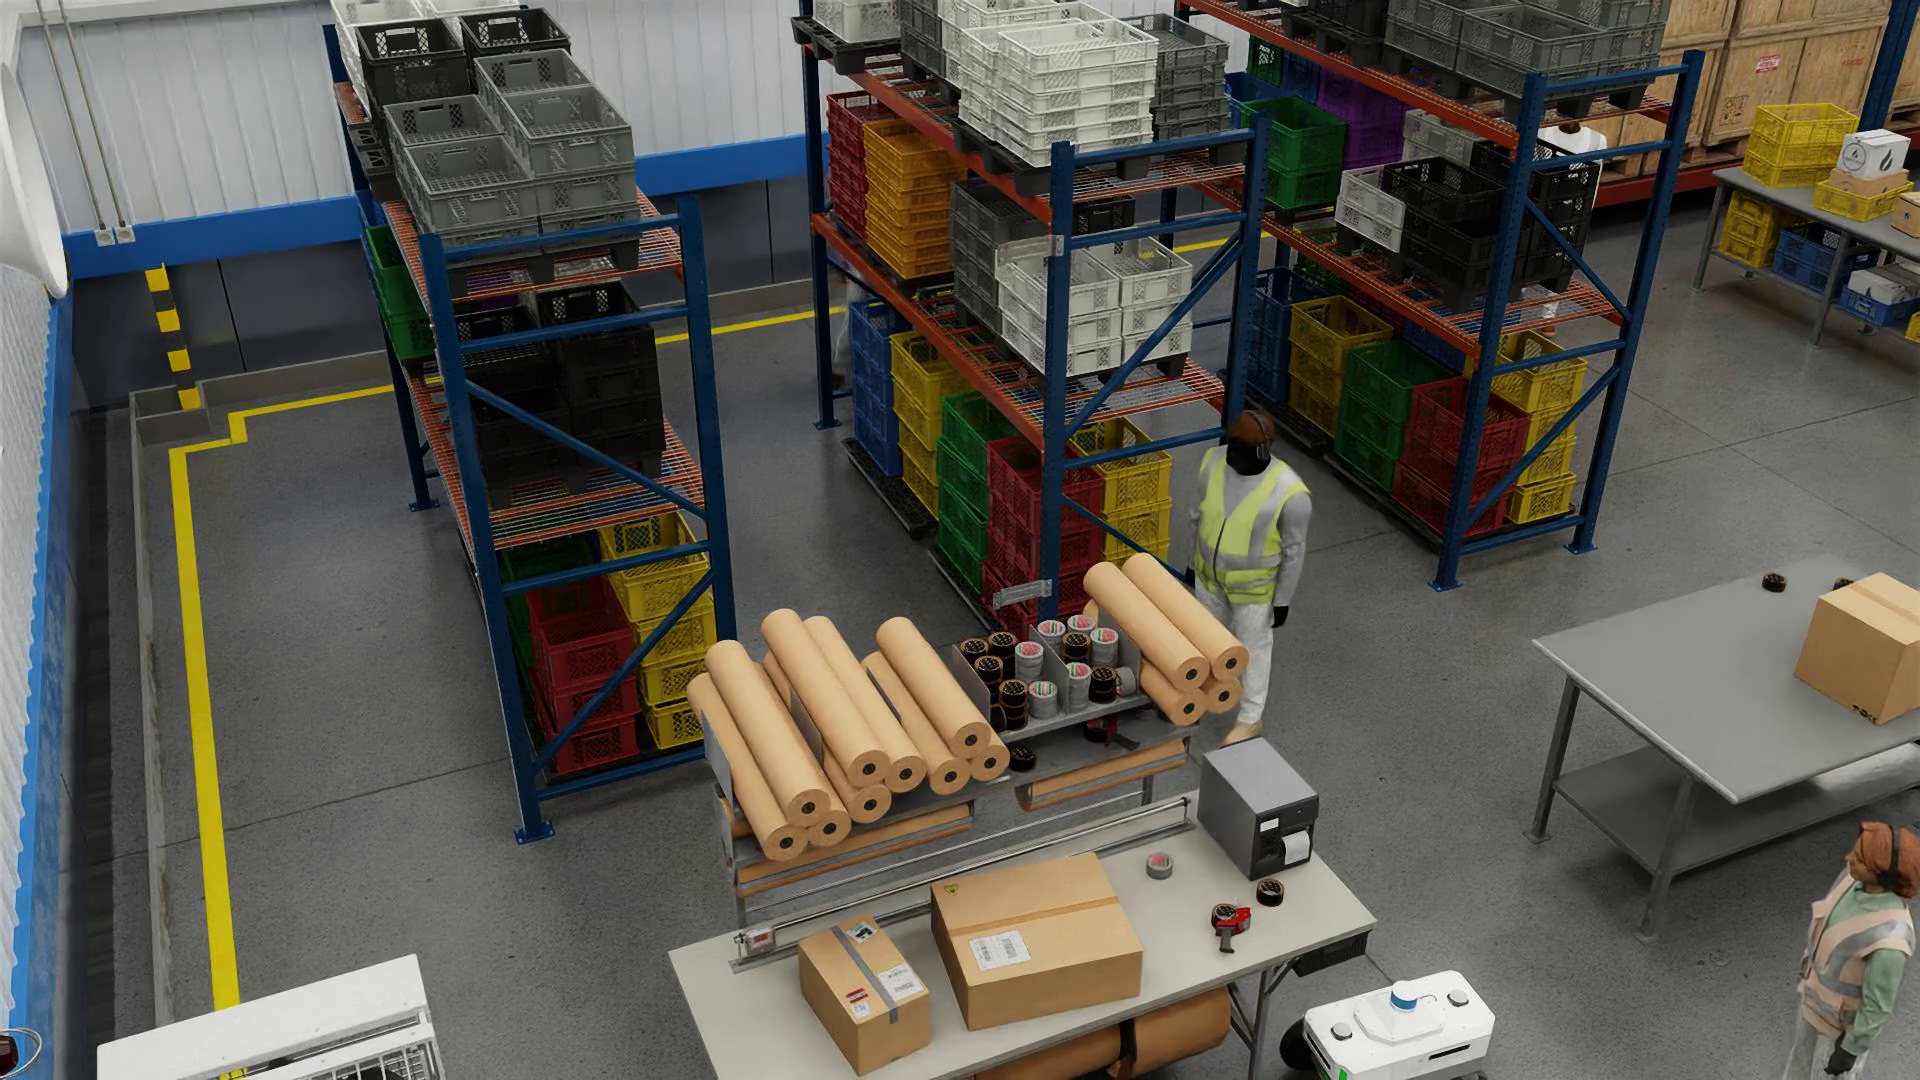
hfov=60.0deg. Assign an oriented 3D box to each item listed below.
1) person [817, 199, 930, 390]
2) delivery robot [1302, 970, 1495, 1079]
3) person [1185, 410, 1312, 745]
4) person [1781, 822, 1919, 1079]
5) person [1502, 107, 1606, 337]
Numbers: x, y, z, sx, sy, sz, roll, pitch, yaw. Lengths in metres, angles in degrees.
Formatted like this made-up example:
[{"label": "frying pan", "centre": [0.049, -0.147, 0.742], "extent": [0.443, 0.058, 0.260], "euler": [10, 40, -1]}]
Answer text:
[{"label": "person", "centre": [-0.582, -1.888, 11.463], "extent": [0.832, 1.905, 0.411], "euler": [1, 32, 2]}, {"label": "delivery robot", "centre": [1.702, 1.921, 6.470], "extent": [0.707, 0.478, 0.477], "euler": [-10, 33, -16]}, {"label": "person", "centre": [1.354, 0.192, 8.145], "extent": [0.634, 1.841, 0.429], "euler": [27, 41, 36]}, {"label": "person", "centre": [3.128, 1.666, 5.941], "extent": [0.313, 1.639, 0.517], "euler": [6, 32, 10]}, {"label": "person", "centre": [4.399, -2.429, 12.363], "extent": [0.574, 1.884, 0.356], "euler": [9, 33, 14]}]
